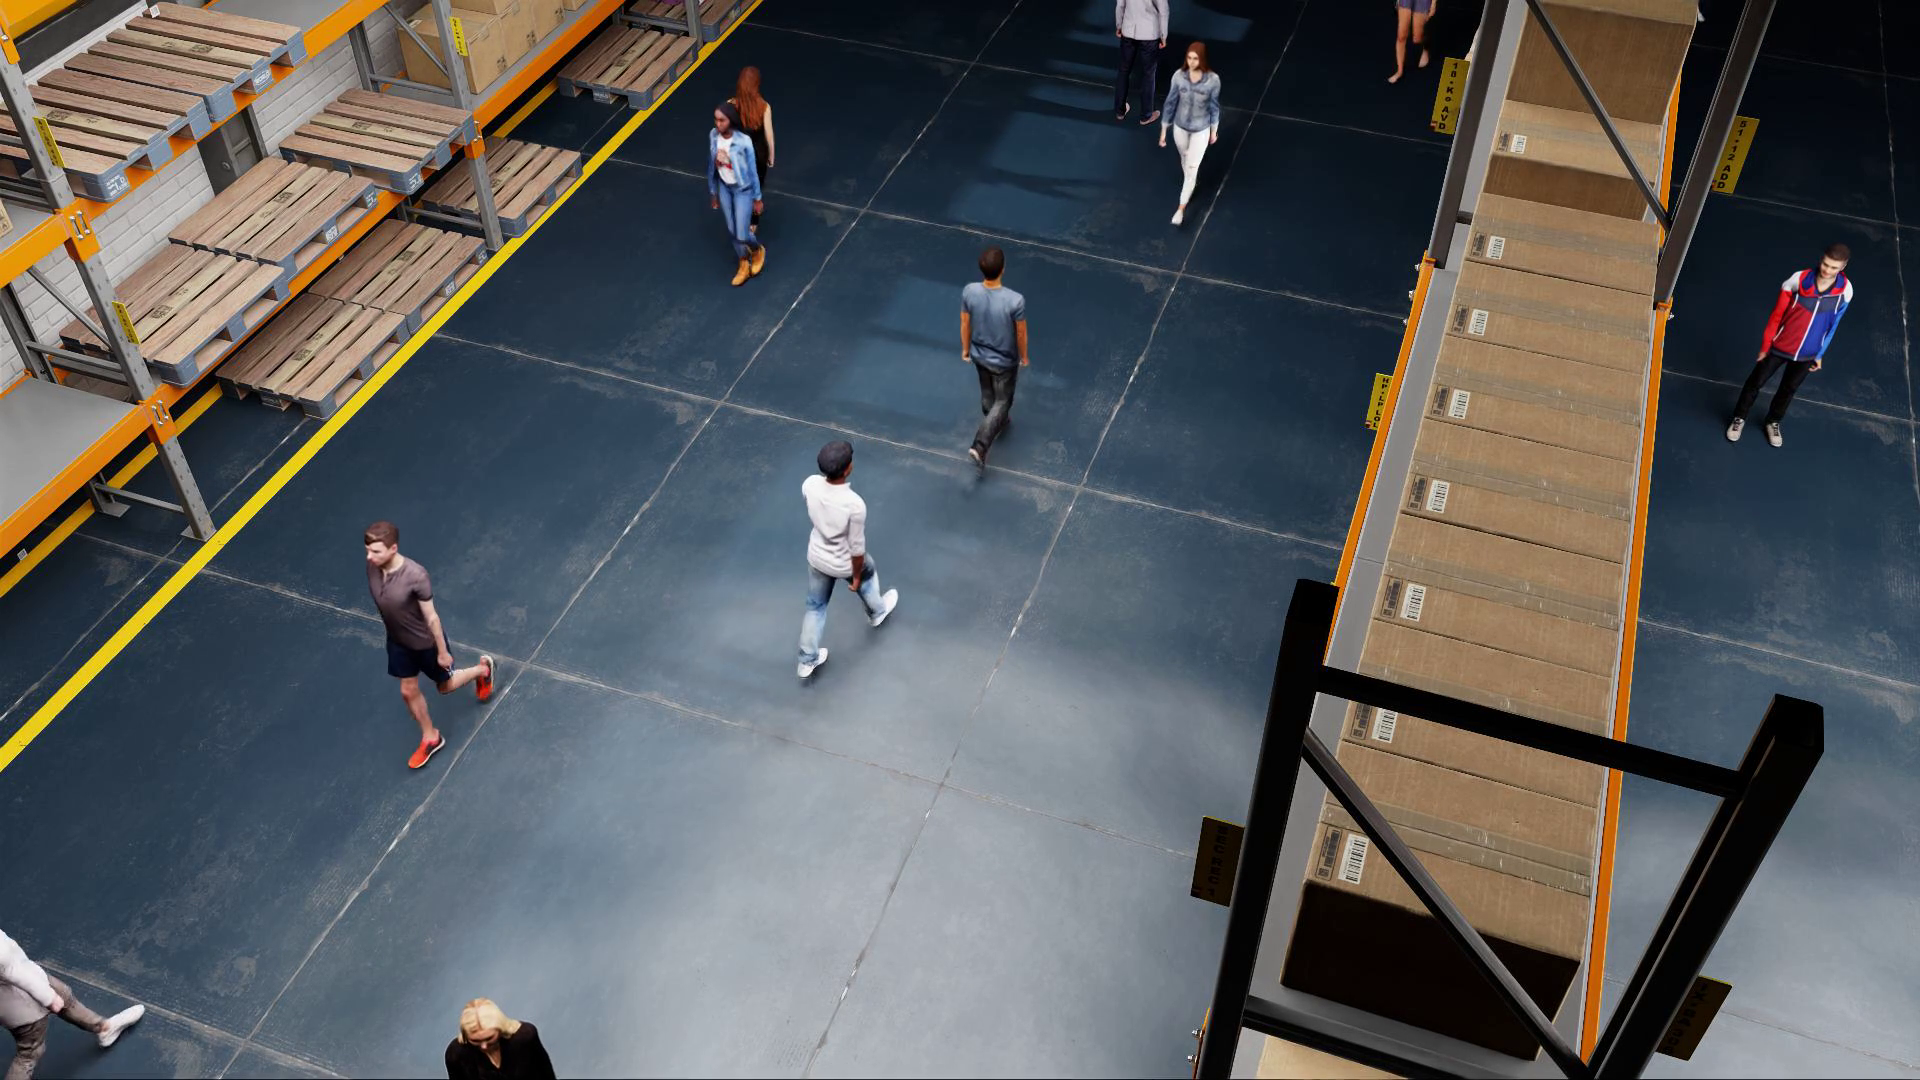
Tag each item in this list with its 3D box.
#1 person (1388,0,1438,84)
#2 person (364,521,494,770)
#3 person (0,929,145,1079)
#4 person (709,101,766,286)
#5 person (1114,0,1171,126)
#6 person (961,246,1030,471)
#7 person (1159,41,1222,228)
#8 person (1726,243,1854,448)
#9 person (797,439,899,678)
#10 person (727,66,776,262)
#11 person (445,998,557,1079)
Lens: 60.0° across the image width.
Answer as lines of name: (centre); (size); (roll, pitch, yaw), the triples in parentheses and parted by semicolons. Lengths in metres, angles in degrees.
person: (4.592, -5.423, 16.597); (0.737, 1.719, 0.857); (31, 52, 28)
person: (-3.282, 0.559, 10.238); (0.696, 1.828, 1.071); (17, 46, 17)
person: (-4.835, 2.340, 8.388); (0.897, 1.802, 1.239); (25, 49, 24)
person: (-1.824, -2.940, 14.004); (0.691, 1.700, 0.716); (22, 48, 22)
person: (1.728, -4.887, 15.939); (0.706, 1.850, 0.598); (20, 47, 19)
person: (0.227, -1.318, 12.236); (0.740, 1.791, 1.065); (18, 47, 18)
person: (2.087, -3.696, 14.823); (0.690, 1.665, 1.073); (17, 46, 17)
person: (6.234, -1.477, 12.426); (0.653, 1.758, 0.564); (11, 45, 11)
person: (-0.854, 0.144, 10.717); (0.757, 1.770, 1.215); (21, 47, 20)
person: (-1.822, -3.197, 14.296); (0.793, 1.670, 1.177); (3, 44, 4)
person: (-2.135, 2.720, 7.961); (0.696, 1.842, 0.750); (-17, 46, -17)
